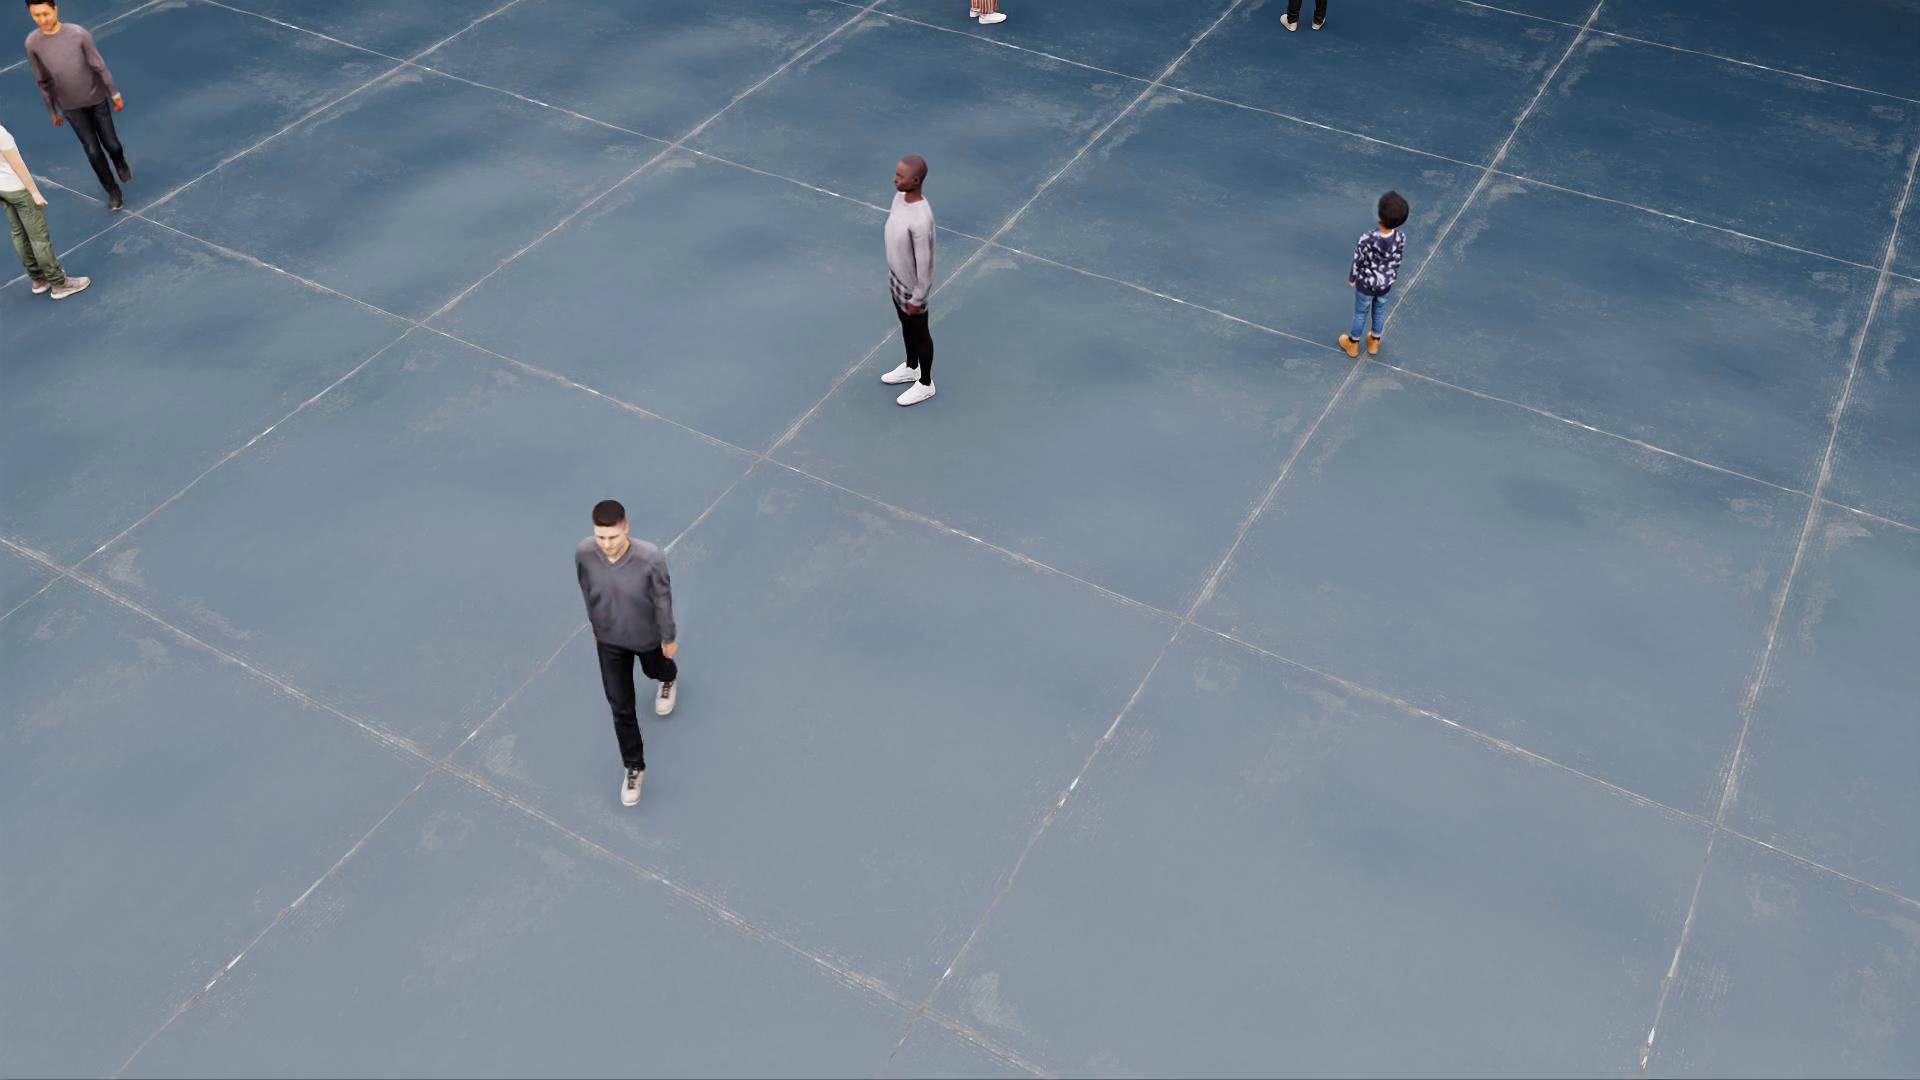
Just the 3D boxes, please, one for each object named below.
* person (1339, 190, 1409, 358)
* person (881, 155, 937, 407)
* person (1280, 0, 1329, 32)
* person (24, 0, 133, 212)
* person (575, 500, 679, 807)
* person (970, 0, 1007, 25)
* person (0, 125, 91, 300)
[{"bbox_3d":[2.819,-1.804,11.283,0.594,1.250,0.646,-5,43,-6],"label":"person"},{"bbox_3d":[-0.305,-1.693,10.772,0.729,1.772,0.699,-16,45,-17],"label":"person"},{"bbox_3d":[3.187,-5.450,14.922,0.721,1.756,0.723,0,42,0],"label":"person"},{"bbox_3d":[-6.654,-3.366,12.632,0.895,1.749,0.953,-2,42,-2],"label":"person"},{"bbox_3d":[-1.643,0.422,8.484,1.005,1.718,1.233,1,42,1],"label":"person"},{"bbox_3d":[0.226,-5.510,15.136,0.684,1.557,0.649,-17,45,-17],"label":"person"},{"bbox_3d":[-6.670,-2.474,11.719,0.563,1.655,0.515,22,46,22],"label":"person"}]
